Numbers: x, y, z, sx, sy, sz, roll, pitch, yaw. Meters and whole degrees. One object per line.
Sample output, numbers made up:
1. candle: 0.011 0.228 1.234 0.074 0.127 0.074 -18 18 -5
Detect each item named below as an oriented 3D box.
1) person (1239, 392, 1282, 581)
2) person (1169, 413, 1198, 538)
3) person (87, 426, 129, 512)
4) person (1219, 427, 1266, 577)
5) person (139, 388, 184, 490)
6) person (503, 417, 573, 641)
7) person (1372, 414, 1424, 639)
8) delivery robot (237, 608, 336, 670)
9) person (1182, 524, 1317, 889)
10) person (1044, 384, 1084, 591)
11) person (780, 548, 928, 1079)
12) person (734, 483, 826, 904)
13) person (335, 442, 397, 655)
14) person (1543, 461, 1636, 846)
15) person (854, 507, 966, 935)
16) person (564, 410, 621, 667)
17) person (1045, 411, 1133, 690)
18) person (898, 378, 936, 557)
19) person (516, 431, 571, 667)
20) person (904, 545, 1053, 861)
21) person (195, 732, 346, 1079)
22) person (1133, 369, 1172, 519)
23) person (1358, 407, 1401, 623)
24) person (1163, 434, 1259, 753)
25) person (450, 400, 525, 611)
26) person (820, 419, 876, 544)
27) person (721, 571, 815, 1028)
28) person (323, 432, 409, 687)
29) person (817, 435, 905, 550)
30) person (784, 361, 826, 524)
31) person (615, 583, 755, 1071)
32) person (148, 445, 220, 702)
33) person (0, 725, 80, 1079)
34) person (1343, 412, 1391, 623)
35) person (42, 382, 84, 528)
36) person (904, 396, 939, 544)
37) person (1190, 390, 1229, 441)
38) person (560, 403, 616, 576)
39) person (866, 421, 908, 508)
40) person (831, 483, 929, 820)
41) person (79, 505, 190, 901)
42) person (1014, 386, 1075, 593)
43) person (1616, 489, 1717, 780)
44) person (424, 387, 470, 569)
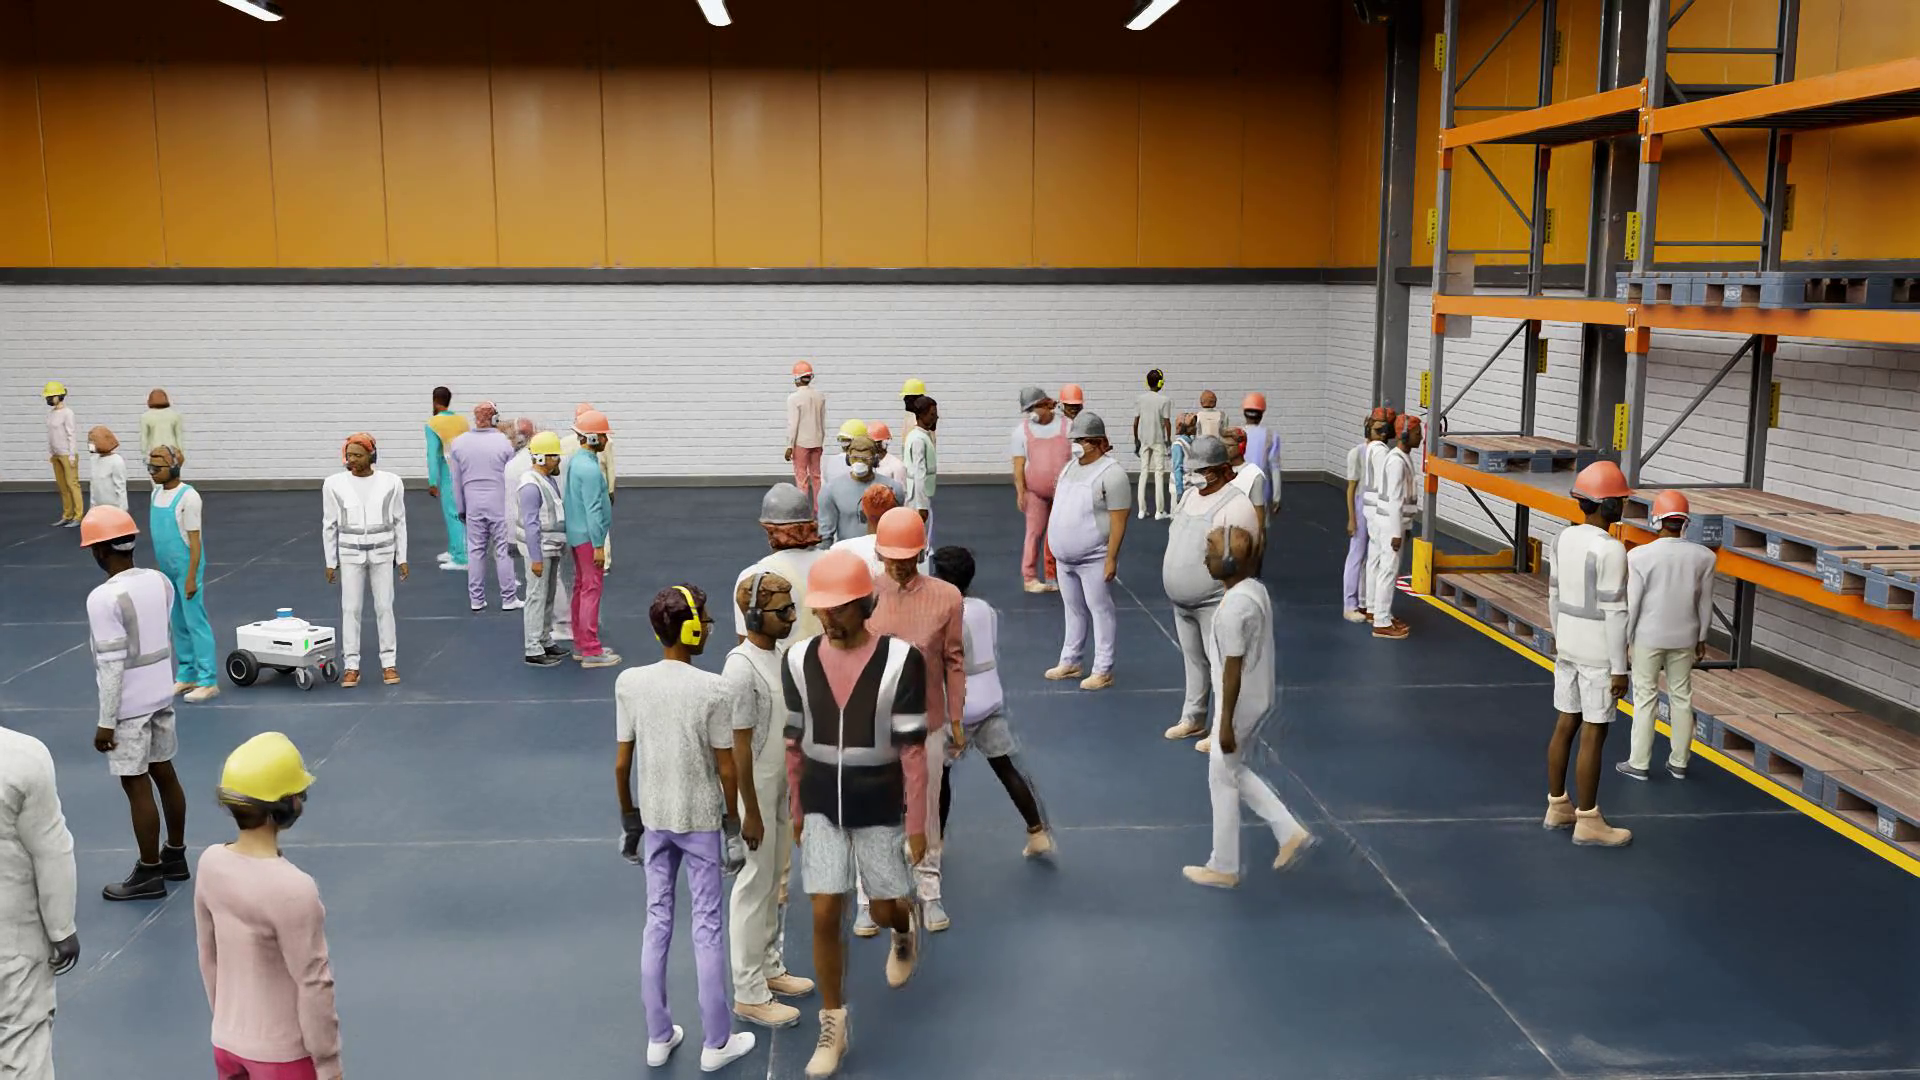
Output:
1. person: 2.779 -0.455 15.897 0.581 1.915 0.512 2 9 13
2. person: 2.276 -0.474 16.890 0.309 1.641 0.514 4 10 22
3. person: -7.952 -0.254 15.557 0.499 1.624 0.283 6 11 33
4. person: 2.177 0.021 13.143 0.376 1.841 0.571 -6 11 -32
5. person: -9.976 -1.088 20.823 0.500 1.622 0.399 -6 11 -34
6. person: -3.484 -0.076 13.706 0.615 1.864 0.657 4 10 21
7. person: 3.660 -0.114 13.916 0.359 1.877 0.571 3 9 18
8. delivery robot: -4.986 0.749 12.312 0.707 0.478 0.477 4 10 21
9. person: 1.413 0.826 8.132 0.559 1.830 0.526 4 10 24
10. person: 1.051 -0.502 15.954 0.623 1.992 0.396 -4 10 -23
11. person: -0.388 0.998 6.487 0.611 2.011 0.833 2 9 13
12. person: -0.843 0.725 8.107 0.689 2.000 0.538 -7 12 -39
13. person: -4.760 0.056 13.235 0.568 1.743 0.350 -1 9 -6
14. person: 3.377 0.598 8.881 0.370 2.048 0.605 -2 9 -12
15. person: -0.272 0.826 7.645 0.621 1.984 0.391 -2 9 -10
16. person: -2.852 -0.011 12.899 0.406 1.987 0.615 -4 10 -24
17. person: 0.903 0.069 12.222 0.537 2.000 0.680 -7 11 -36
18. person: -0.473 -0.764 17.810 0.368 1.925 0.594 -5 10 -27
19. person: -3.230 0.066 12.941 0.405 1.824 0.591 0 9 1
20. person: 0.113 0.854 8.494 0.793 1.654 0.554 5 10 28
21. person: -1.910 1.409 4.684 0.531 1.765 0.329 6 11 33
22. person: 2.397 -1.189 20.660 0.516 1.871 0.325 6 11 31
23. person: 3.657 -0.213 14.493 0.355 1.883 0.576 0 9 0
24. person: 1.557 0.323 10.630 0.535 2.000 0.680 -5 10 -28
25. person: -4.226 -0.303 14.981 0.646 1.908 0.408 1 9 6
26. person: -0.887 -0.102 13.960 0.587 1.831 0.404 7 12 39
27. person: -0.788 1.036 6.764 0.341 1.846 0.510 1 9 8
28. person: -4.373 0.142 12.257 0.584 1.882 0.337 -3 10 -20
29. person: -0.675 0.233 11.520 0.635 1.936 0.353 -3 10 -20
30. person: -1.874 -1.161 20.085 0.378 1.996 0.611 7 12 39
31. person: -1.062 1.095 6.348 0.521 1.864 0.335 3 9 17
32. person: -5.556 0.234 11.826 0.505 1.839 0.339 6 11 32
33. person: -3.152 1.232 5.329 0.642 1.913 0.408 -1 9 -9
34. person: 3.586 -0.204 14.547 0.508 1.844 0.336 -6 11 -32
35. person: -10.782 -1.021 19.960 0.524 1.759 0.338 6 11 33
36. person: -0.377 -0.373 15.383 0.371 1.916 0.597 0 9 -3
37. person: 3.009 -0.997 20.174 0.514 1.640 0.309 0 9 -2
38. person: -3.753 -0.505 16.726 0.573 1.748 0.342 -4 10 -25
39. person: -0.717 -0.175 14.662 0.575 1.747 0.341 8 12 43
40. person: -0.444 0.624 9.230 0.586 1.883 0.340 0 9 3
41. person: -4.029 0.788 8.069 0.385 1.927 0.546 1 9 7
42. person: 0.868 -0.517 15.901 0.713 2.000 0.547 0 9 2
43. person: 4.218 0.568 9.989 0.572 1.750 0.330 -1 9 -4
44. person: -5.310 -0.648 17.275 0.674 1.872 0.603 3 10 20
